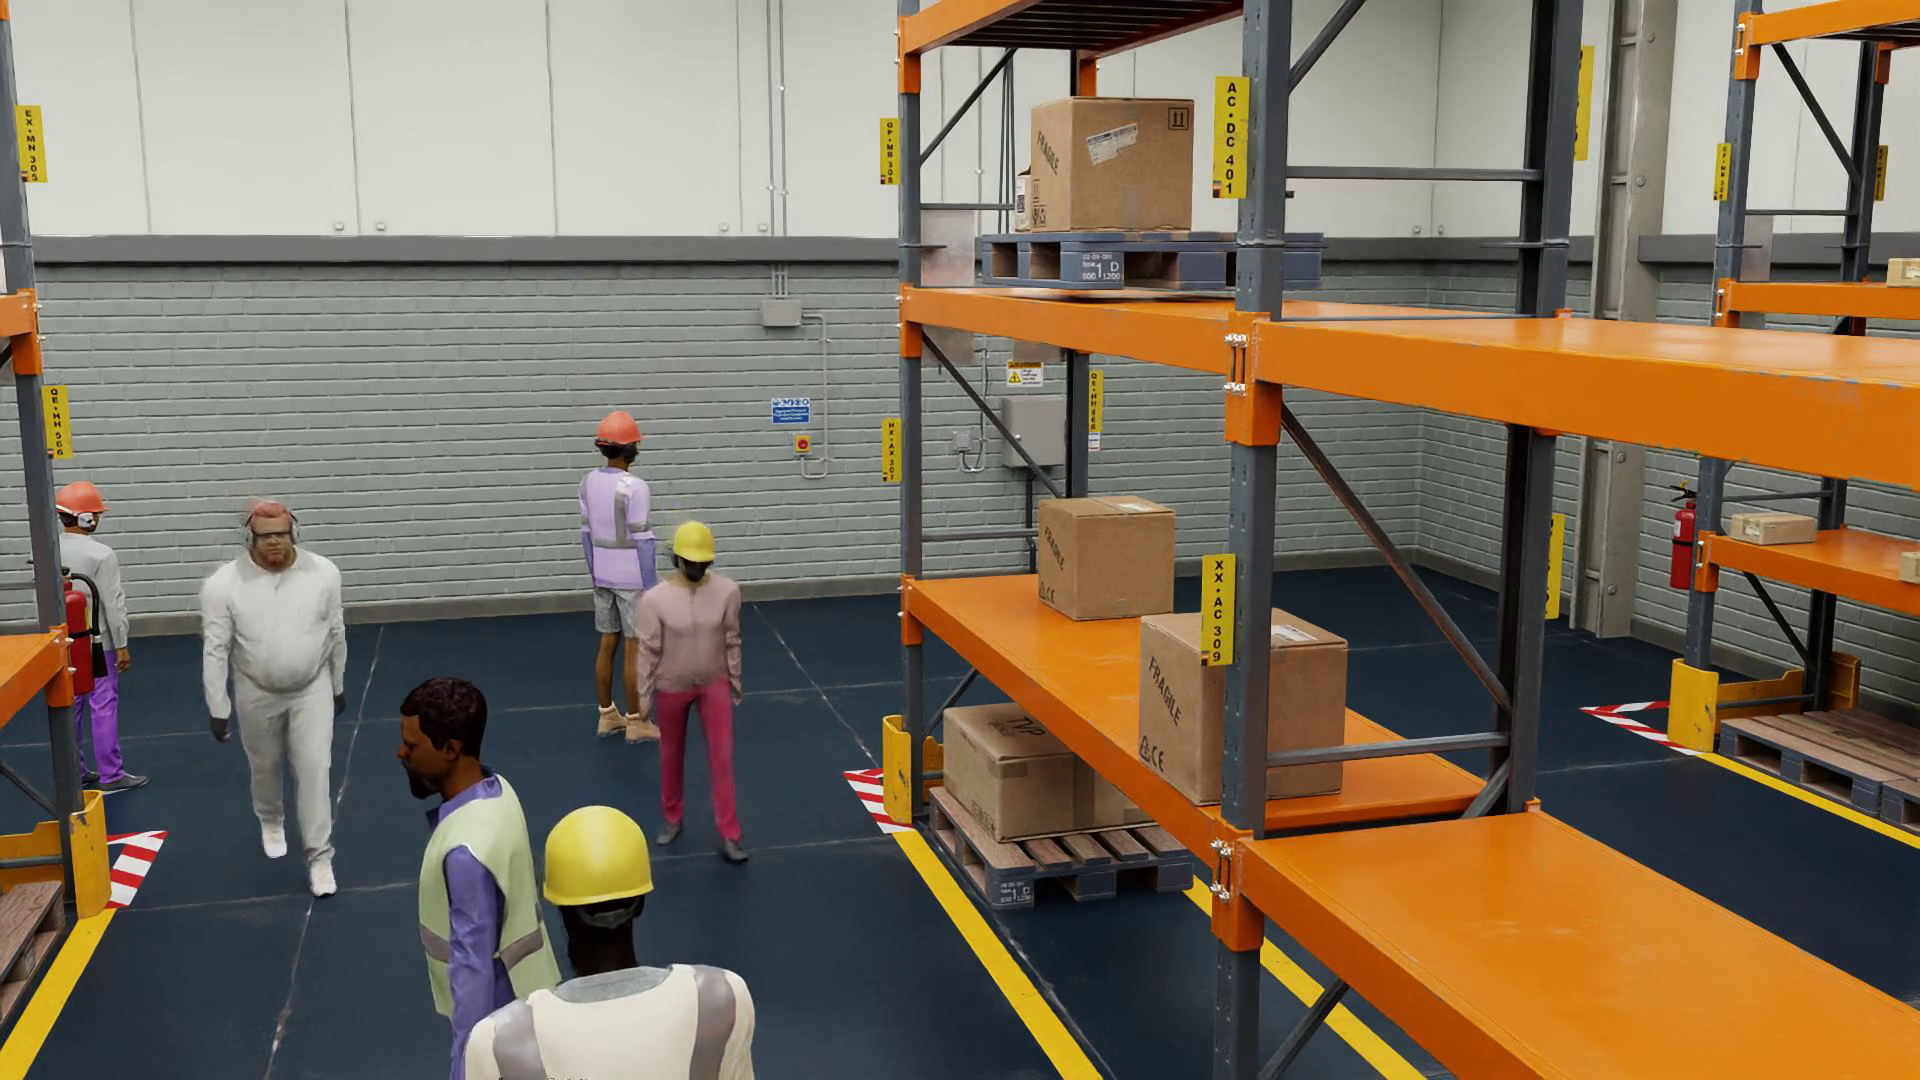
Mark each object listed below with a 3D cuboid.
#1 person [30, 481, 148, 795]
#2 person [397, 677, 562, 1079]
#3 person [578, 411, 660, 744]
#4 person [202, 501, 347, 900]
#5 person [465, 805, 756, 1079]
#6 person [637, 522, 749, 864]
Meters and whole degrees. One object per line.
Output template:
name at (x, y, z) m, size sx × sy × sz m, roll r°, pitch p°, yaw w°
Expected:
person at (-4.867, 0.543, 9.297) m, size 0.573 × 1.749 × 0.343 m, roll 3°, pitch 10°, yaw 17°
person at (-1.291, 1.300, 4.555) m, size 0.396 × 1.910 × 0.585 m, roll -3°, pitch 10°, yaw -14°
person at (-2.064, 0.231, 10.236) m, size 0.613 × 2.048 × 0.362 m, roll 8°, pitch 13°, yaw 39°
person at (-3.291, 0.719, 8.024) m, size 0.652 × 1.861 × 0.998 m, roll -5°, pitch 11°, yaw -27°
person at (-0.709, 1.489, 3.456) m, size 0.588 × 1.917 × 0.404 m, roll -3°, pitch 10°, yaw -18°
person at (-1.328, 0.744, 8.264) m, size 0.549 × 1.710 × 0.760 m, roll -4°, pitch 11°, yaw -21°
